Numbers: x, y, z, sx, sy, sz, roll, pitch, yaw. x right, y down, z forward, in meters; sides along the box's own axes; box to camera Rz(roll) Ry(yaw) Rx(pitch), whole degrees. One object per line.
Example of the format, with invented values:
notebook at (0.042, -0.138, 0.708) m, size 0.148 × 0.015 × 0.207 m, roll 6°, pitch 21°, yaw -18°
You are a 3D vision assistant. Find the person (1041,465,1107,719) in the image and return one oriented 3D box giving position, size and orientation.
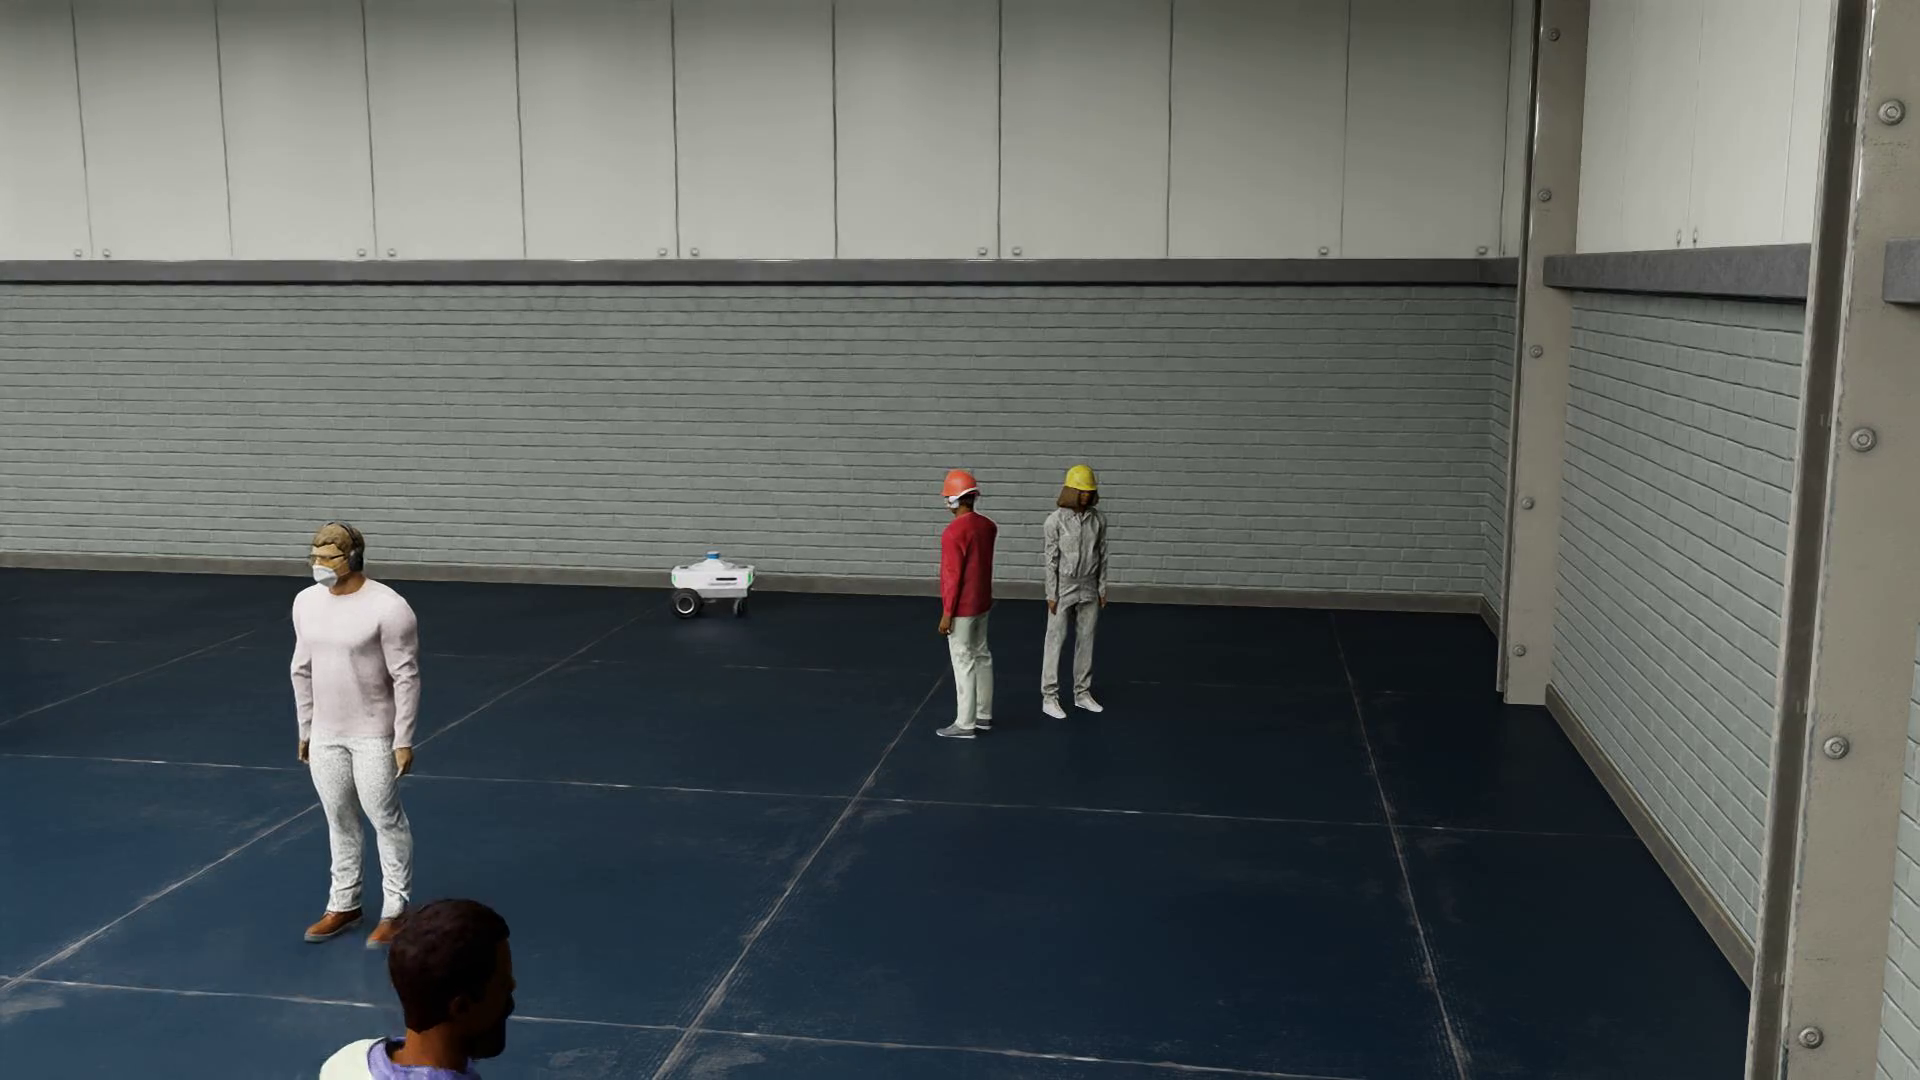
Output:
person at (0.795, 0.348, 11.312) m, size 0.482 × 1.733 × 0.352 m, roll -5°, pitch 11°, yaw -29°

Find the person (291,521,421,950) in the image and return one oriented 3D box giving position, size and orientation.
person at (-2.705, 0.868, 7.454) m, size 0.630 × 1.938 × 0.366 m, roll 3°, pitch 10°, yaw 19°

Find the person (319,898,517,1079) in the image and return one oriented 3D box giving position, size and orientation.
person at (-0.901, 1.588, 3.212) m, size 0.954 × 1.872 × 0.616 m, roll -9°, pitch 13°, yaw -43°

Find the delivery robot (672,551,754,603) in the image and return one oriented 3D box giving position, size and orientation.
delivery robot at (-2.168, 0.344, 14.658) m, size 0.707 × 0.478 × 0.477 m, roll -1°, pitch 9°, yaw -4°

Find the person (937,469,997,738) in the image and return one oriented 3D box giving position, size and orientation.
person at (0.019, 0.412, 10.846) m, size 0.339 × 1.748 × 0.567 m, roll 5°, pitch 11°, yaw 30°
